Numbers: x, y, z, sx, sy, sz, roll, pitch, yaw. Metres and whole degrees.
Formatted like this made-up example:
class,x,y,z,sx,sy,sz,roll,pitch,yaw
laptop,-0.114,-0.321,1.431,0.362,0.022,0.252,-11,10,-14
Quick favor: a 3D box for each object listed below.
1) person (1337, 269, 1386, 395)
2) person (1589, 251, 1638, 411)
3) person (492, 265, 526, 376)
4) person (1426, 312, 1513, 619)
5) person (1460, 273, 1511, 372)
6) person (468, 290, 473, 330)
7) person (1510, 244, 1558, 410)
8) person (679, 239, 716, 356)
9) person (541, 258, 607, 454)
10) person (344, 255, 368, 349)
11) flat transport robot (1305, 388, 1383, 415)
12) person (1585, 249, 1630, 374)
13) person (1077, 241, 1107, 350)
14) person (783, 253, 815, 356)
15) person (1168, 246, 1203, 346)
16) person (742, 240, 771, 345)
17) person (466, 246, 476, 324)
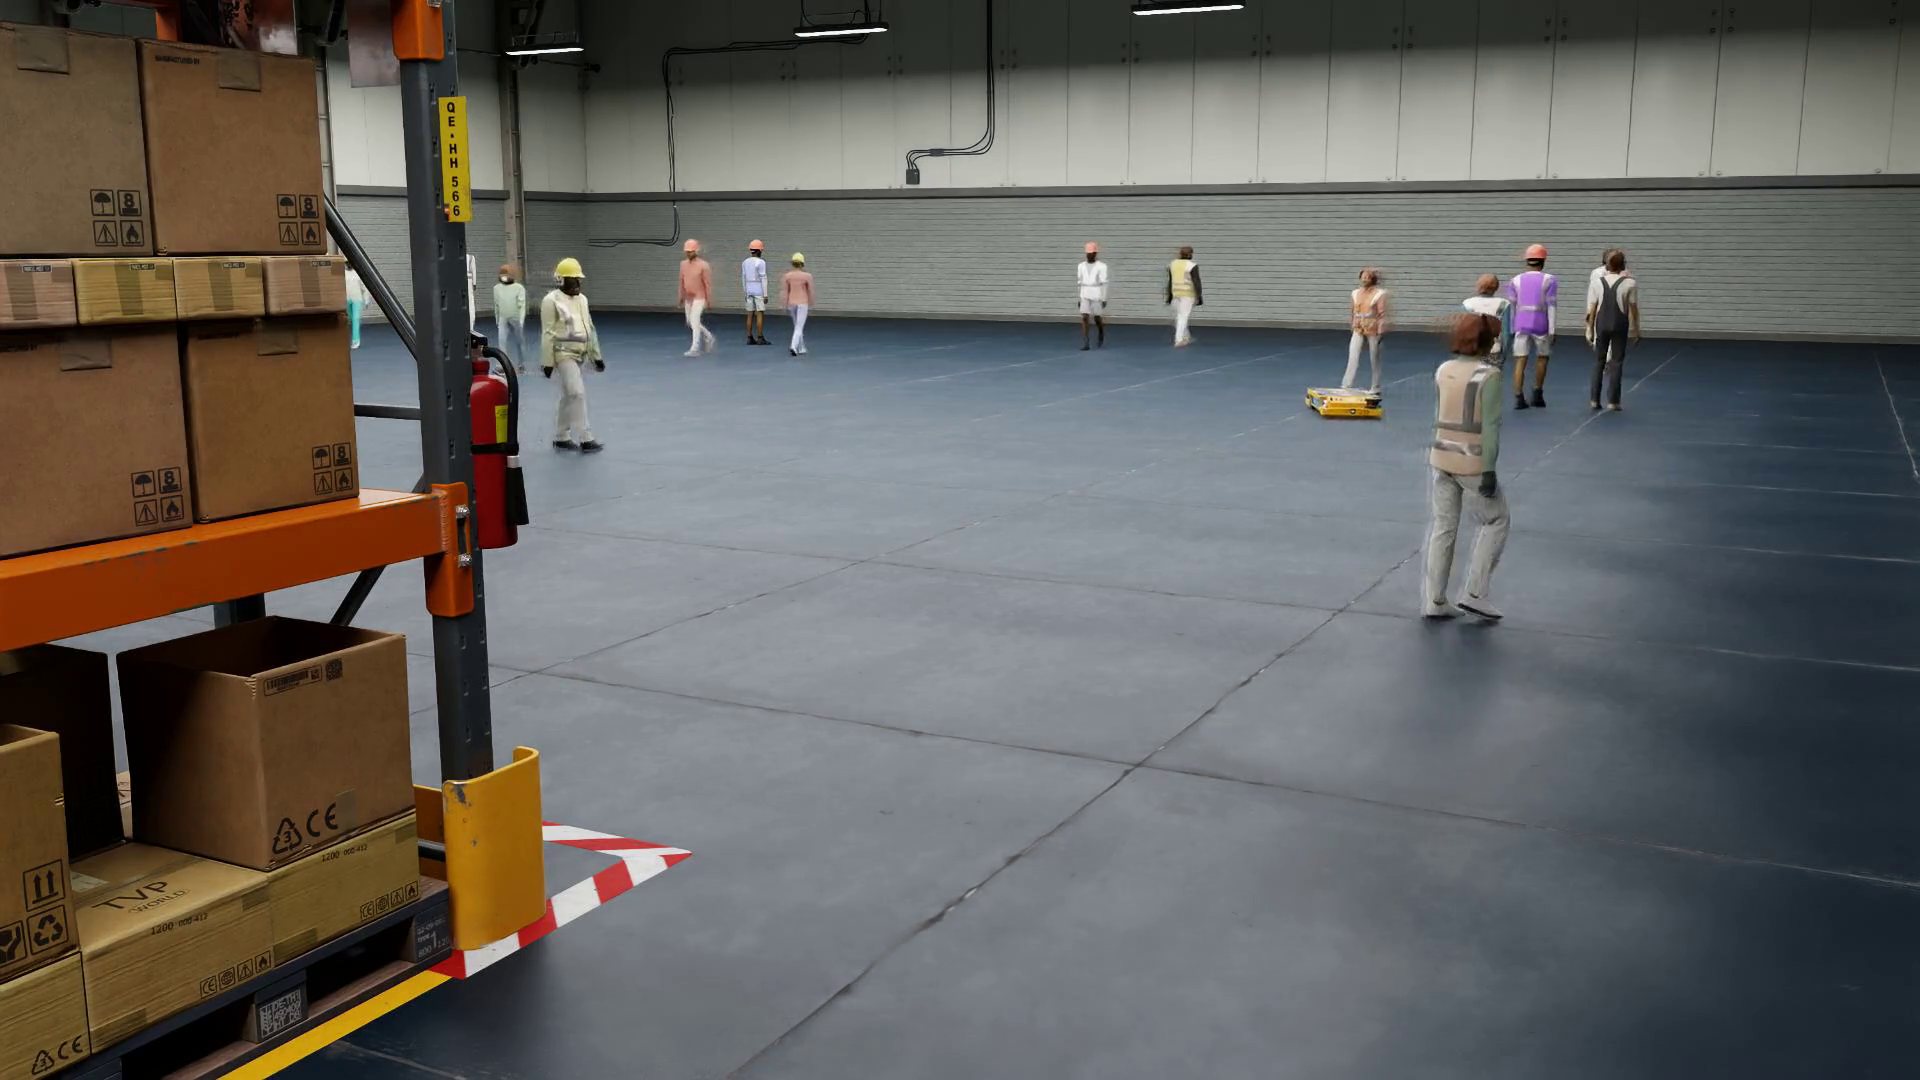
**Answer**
class,x,y,z,sx,sy,sz,roll,pitch,yaw
person,5.074,-2.591,20.858,0.540,1.589,0.871,9,14,41
person,7.531,-2.405,19.199,0.516,1.845,0.363,8,13,37
person,-6.504,-3.162,24.011,0.513,1.585,0.850,1,10,7
person,2.687,-0.378,8.733,0.499,1.620,0.538,-4,11,-22
person,5.540,-2.000,17.595,0.517,1.624,0.440,4,11,20
person,-5.606,-2.202,18.117,0.590,1.833,0.403,-4,11,-21
person,6.705,-2.479,19.404,0.591,1.912,0.678,7,13,35
person,-4.406,-4.089,28.046,0.611,1.967,0.764,7,13,35
person,-3.525,-1.703,15.490,0.790,1.803,0.597,4,11,20
person,-10.919,-4.315,29.914,0.527,1.738,0.849,-1,10,-4
flat transport robot,4.390,-1.595,19.073,0.652,0.197,1.431,1,10,4
person,9.433,-3.326,24.263,0.649,1.826,0.458,-2,11,-11
person,2.359,-4.335,29.538,0.548,1.916,0.745,4,11,22
person,-2.743,-3.974,28.091,0.528,1.738,0.891,3,11,18
person,4.217,-4.479,30.580,0.862,1.807,0.662,-9,14,-42
person,-3.754,-4.566,30.720,0.551,1.936,0.357,7,13,35
person,-11.262,-5.826,37.744,0.572,1.883,0.354,-5,12,-27
